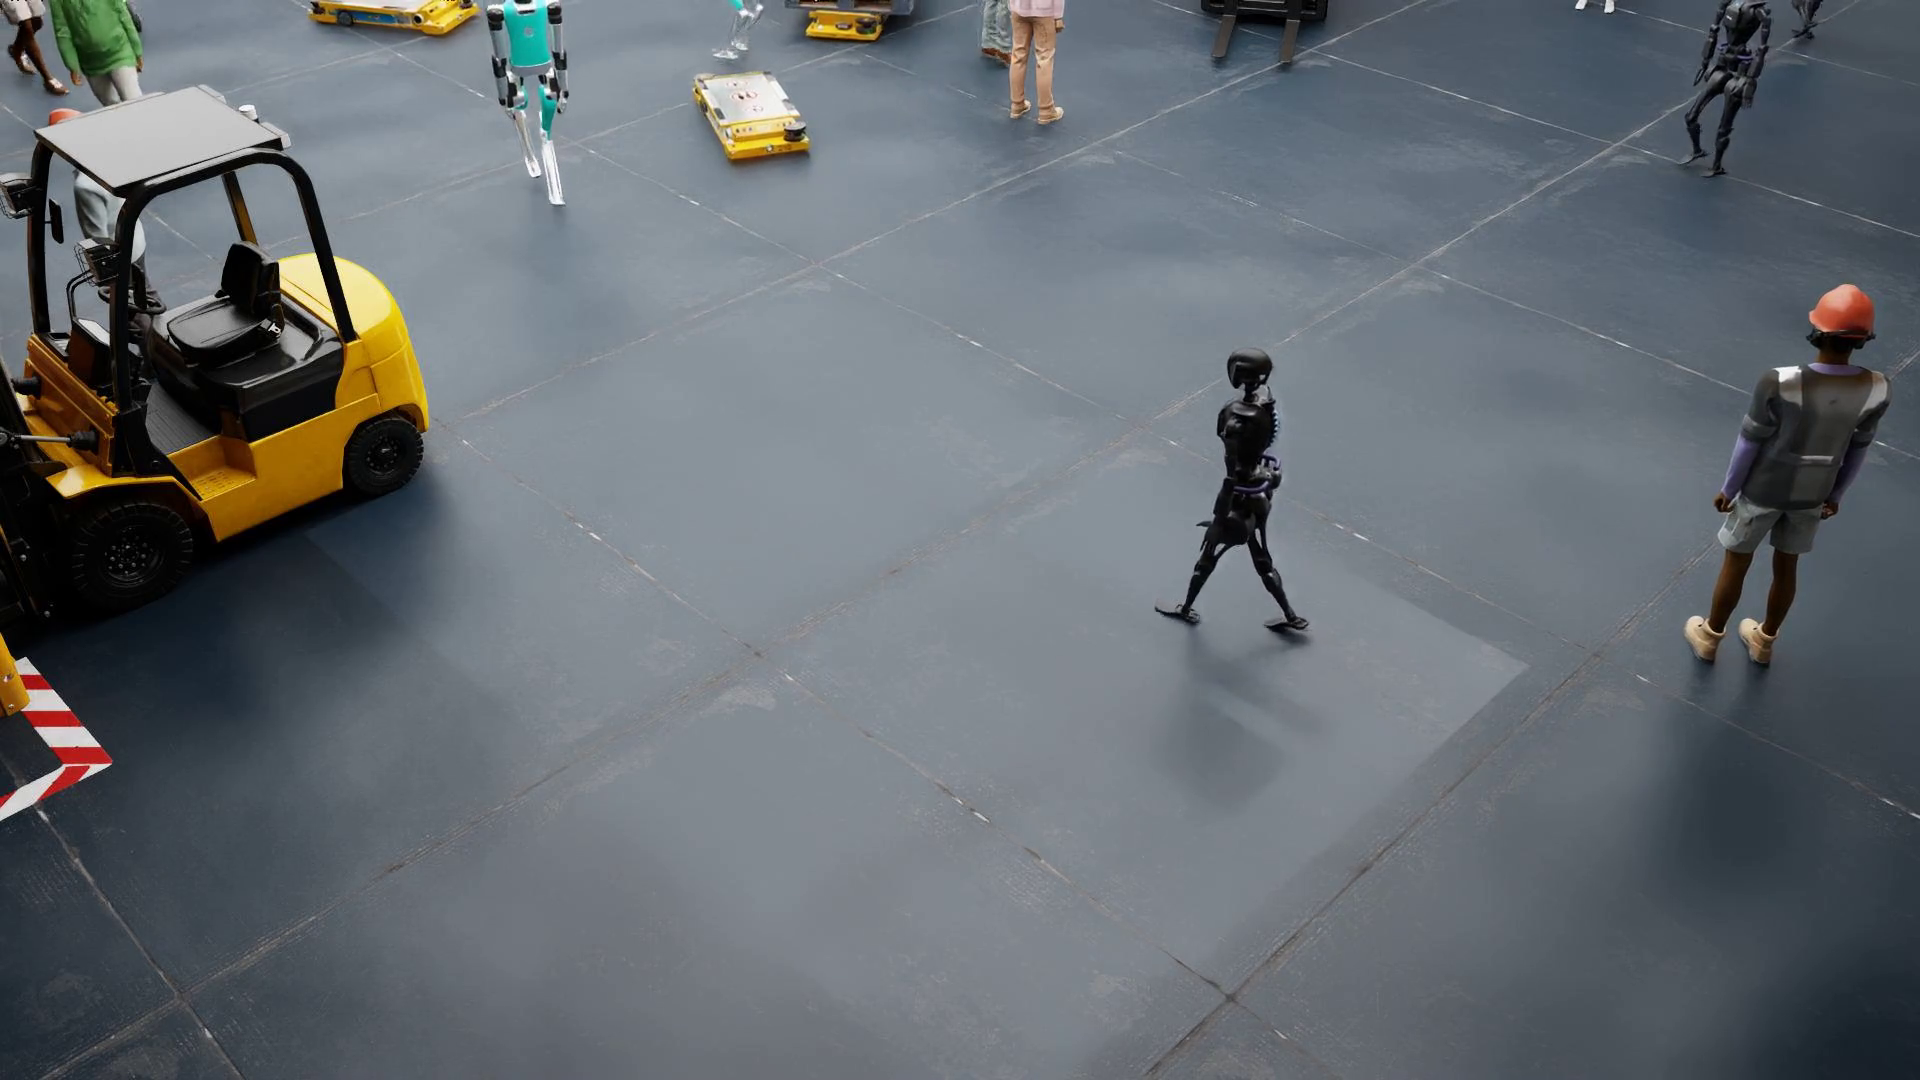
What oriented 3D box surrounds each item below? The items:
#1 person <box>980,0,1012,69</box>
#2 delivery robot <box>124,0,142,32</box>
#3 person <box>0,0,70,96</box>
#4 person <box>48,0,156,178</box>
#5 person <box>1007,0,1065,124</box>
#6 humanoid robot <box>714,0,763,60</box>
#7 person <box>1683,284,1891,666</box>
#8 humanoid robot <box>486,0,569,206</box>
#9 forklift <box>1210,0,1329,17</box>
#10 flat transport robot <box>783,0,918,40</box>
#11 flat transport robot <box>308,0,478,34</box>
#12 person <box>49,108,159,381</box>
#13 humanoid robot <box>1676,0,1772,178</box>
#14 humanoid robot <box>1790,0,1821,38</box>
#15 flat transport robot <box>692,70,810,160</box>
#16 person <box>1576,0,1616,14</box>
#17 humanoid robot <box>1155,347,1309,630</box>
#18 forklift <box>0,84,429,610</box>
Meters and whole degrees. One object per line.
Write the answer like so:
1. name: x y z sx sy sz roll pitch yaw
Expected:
1. person: 0.400 -5.018 14.343 0.667 1.908 0.666 28 45 32
2. delivery robot: -7.990 -4.984 15.437 0.499 0.604 0.801 -25 43 -30
3. person: -8.026 -4.715 14.007 0.809 1.818 0.496 18 40 22
4. person: -6.483 -3.608 12.581 0.541 1.755 0.795 -9 38 -12
5. person: 0.597 -4.244 13.412 0.519 1.783 0.402 20 41 25
6. humanoid robot: -1.994 -5.018 14.400 0.736 1.697 0.530 26 44 30
7. person: 3.913 -0.271 7.894 0.598 2.035 0.399 0 37 0
8. humanoid robot: -3.190 -3.379 12.324 0.546 1.754 1.036 -14 39 -18
9. forklift: 3.106 -6.400 15.960 1.214 2.155 2.313 8 37 10
10. flat transport robot: -0.966 -5.085 15.803 0.659 0.231 1.431 6 37 8
11. flat transport robot: -5.372 -5.045 15.750 1.431 0.231 0.659 10 38 13
12. person: -5.184 -1.801 10.179 0.351 1.738 0.572 -4 37 -6
13. humanoid robot: 5.827 -3.536 12.558 0.364 1.647 0.609 -13 39 -17
14. humanoid robot: 7.823 -5.340 14.967 0.616 1.641 0.388 -9 38 -12
15. flat transport robot: -1.744 -3.532 13.724 0.659 0.231 1.431 -12 38 -15
16. person: 6.126 -5.799 15.618 0.517 1.633 0.313 14 39 18
17. humanoid robot: 1.412 -0.213 8.147 0.772 1.634 0.609 17 40 21
18. forklift: -4.145 -1.093 8.856 2.313 2.155 1.214 -31 47 -34
